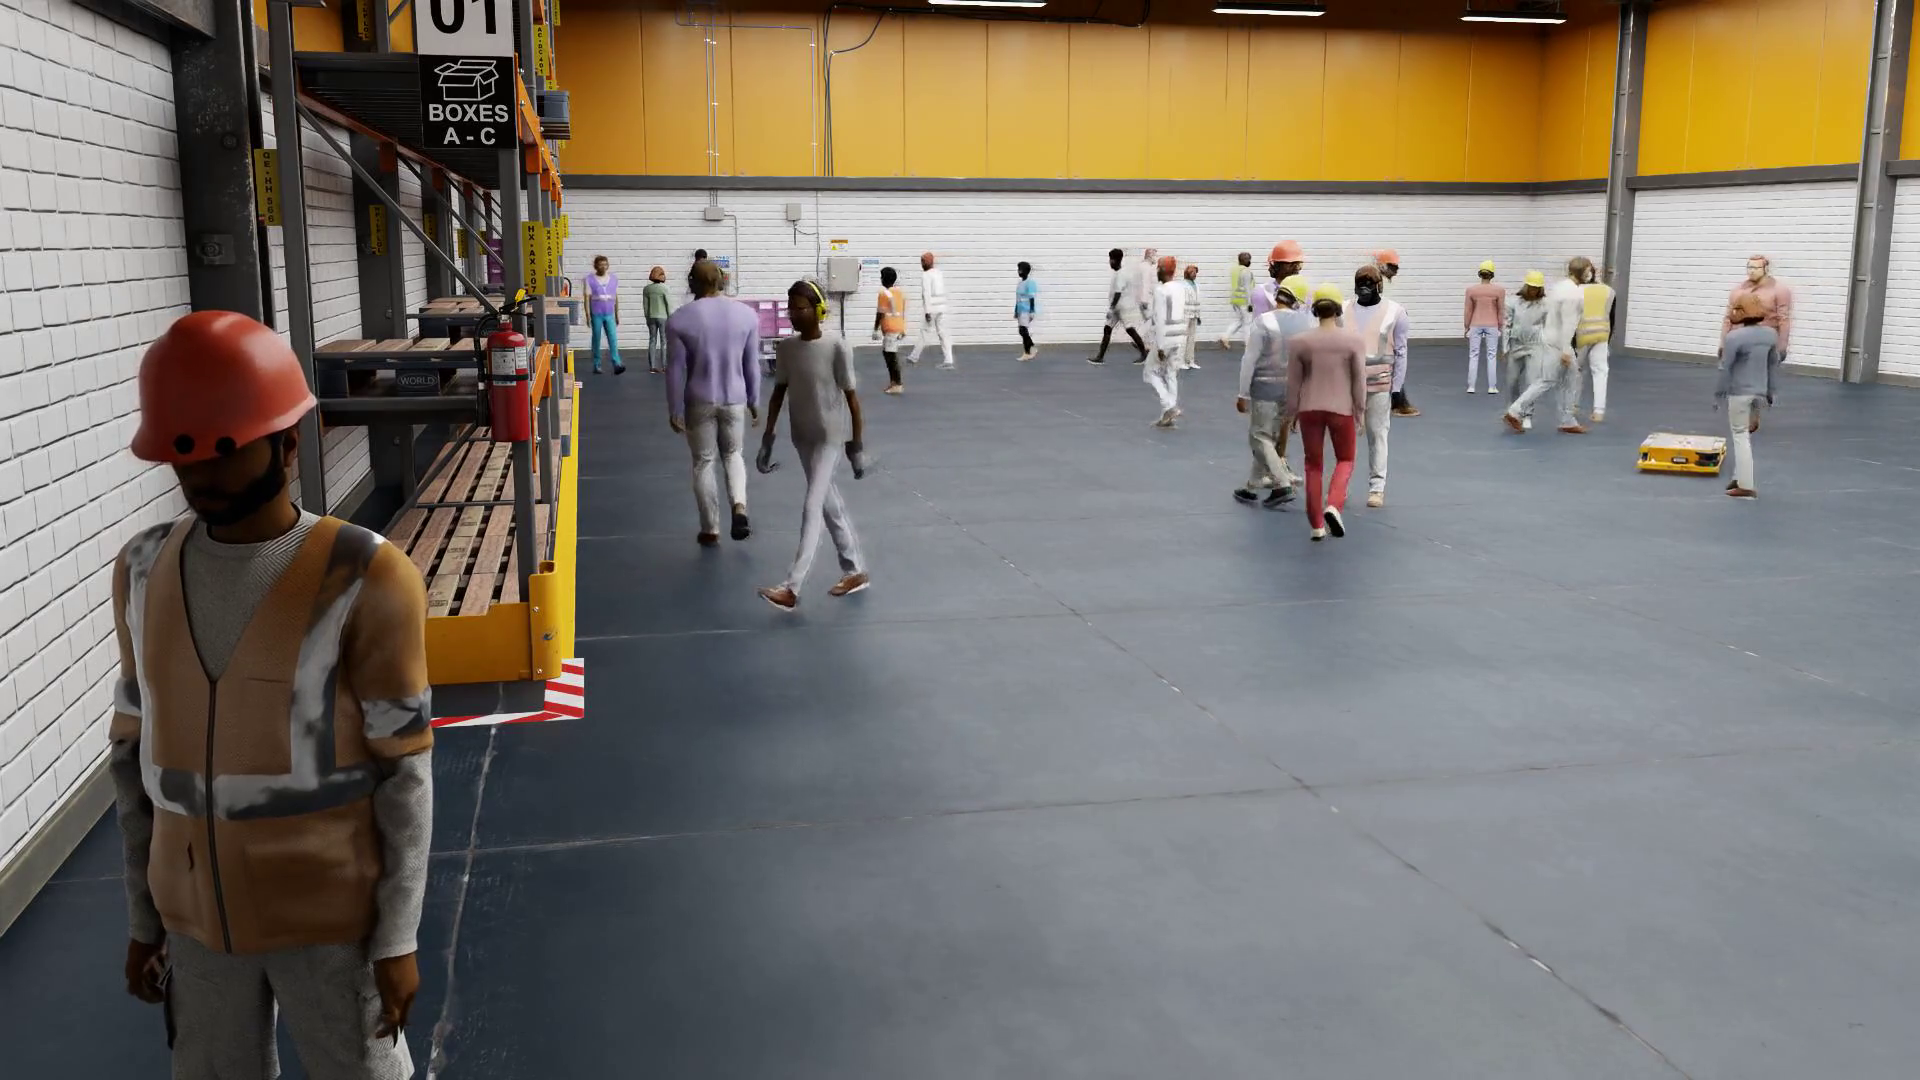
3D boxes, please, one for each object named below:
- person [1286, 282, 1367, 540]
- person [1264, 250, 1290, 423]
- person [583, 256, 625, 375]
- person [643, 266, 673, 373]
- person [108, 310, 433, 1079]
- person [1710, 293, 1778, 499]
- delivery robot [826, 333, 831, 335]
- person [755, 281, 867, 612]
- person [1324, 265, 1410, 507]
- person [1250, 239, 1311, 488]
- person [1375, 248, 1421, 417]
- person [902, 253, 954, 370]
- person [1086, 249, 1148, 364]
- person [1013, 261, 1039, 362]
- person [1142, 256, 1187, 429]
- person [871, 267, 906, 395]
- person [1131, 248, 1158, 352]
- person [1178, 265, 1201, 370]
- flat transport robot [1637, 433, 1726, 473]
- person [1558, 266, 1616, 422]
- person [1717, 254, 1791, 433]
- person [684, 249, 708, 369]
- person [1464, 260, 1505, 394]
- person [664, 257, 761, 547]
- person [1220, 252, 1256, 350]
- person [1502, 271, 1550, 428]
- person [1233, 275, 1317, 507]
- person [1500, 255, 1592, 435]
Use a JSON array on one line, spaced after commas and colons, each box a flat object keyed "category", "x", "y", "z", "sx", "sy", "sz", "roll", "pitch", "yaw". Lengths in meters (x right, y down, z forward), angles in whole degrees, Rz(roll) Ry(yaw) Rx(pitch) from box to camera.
[{"category": "person", "x": 2.477, "y": -0.864, "z": 11.283, "sx": 0.546, "sy": 1.746, "sz": 0.442, "roll": 4, "pitch": 11, "yaw": 20}, {"category": "person", "x": 3.531, "y": -2.256, "z": 18.491, "sx": 0.375, "sy": 1.935, "sz": 0.551, "roll": -5, "pitch": 11, "yaw": -25}, {"category": "person", "x": -5.397, "y": -3.388, "z": 25.159, "sx": 0.591, "sy": 1.787, "sz": 0.979, "roll": -7, "pitch": 12, "yaw": -32}, {"category": "person", "x": -4.614, "y": -3.361, "z": 25.503, "sx": 0.497, "sy": 1.618, "sz": 0.280, "roll": 4, "pitch": 11, "yaw": 22}, {"category": "person", "x": -1.122, "y": 0.598, "z": 2.700, "sx": 0.542, "sy": 1.931, "sz": 0.366, "roll": 2, "pitch": 10, "yaw": 8}, {"category": "person", "x": 6.195, "y": -1.145, "z": 13.217, "sx": 0.536, "sy": 1.615, "sz": 0.559, "roll": -4, "pitch": 11, "yaw": -20}, {"category": "delivery robot", "x": -2.106, "y": -3.077, "z": 26.614, "sx": 0.477, "sy": 0.478, "sz": 0.707, "roll": -3, "pitch": 10, "yaw": -14}, {"category": "person", "x": -0.836, "y": -0.524, "z": 9.242, "sx": 0.494, "sy": 1.808, "sz": 1.021, "roll": 7, "pitch": 13, "yaw": 36}, {"category": "person", "x": 3.103, "y": -1.178, "z": 12.789, "sx": 0.622, "sy": 1.844, "sz": 0.429, "roll": 6, "pitch": 12, "yaw": 28}, {"category": "person", "x": 2.669, "y": -1.452, "z": 13.745, "sx": 0.609, "sy": 2.044, "sz": 0.393, "roll": -6, "pitch": 12, "yaw": -32}, {"category": "person", "x": 4.857, "y": -2.415, "z": 19.369, "sx": 1.052, "sy": 1.952, "sz": 0.608, "roll": 10, "pitch": 14, "yaw": 43}, {"category": "person", "x": -0.490, "y": -3.608, "z": 26.297, "sx": 0.984, "sy": 1.820, "sz": 0.632, "roll": 7, "pitch": 12, "yaw": 33}, {"category": "person", "x": 2.649, "y": -3.800, "z": 27.197, "sx": 1.071, "sy": 1.909, "sz": 0.600, "roll": -2, "pitch": 10, "yaw": -9}, {"category": "person", "x": 1.073, "y": -3.816, "z": 27.832, "sx": 0.366, "sy": 1.681, "sz": 0.544, "roll": -4, "pitch": 11, "yaw": -20}, {"category": "person", "x": 2.210, "y": -2.124, "z": 17.961, "sx": 0.406, "sy": 1.866, "sz": 0.580, "roll": 9, "pitch": 14, "yaw": 41}, {"category": "person", "x": -0.954, "y": -2.760, "z": 22.010, "sx": 0.540, "sy": 1.680, "sz": 0.550, "roll": 5, "pitch": 11, "yaw": 24}, {"category": "person", "x": 3.362, "y": -4.321, "z": 30.079, "sx": 0.650, "sy": 1.890, "sz": 0.711, "roll": 0, "pitch": 10, "yaw": -1}, {"category": "person", "x": 3.624, "y": -3.516, "z": 26.301, "sx": 0.308, "sy": 1.641, "sz": 0.511, "roll": 10, "pitch": 14, "yaw": 43}, {"category": "flat transport robot", "x": 6.529, "y": -0.794, "z": 15.011, "sx": 0.652, "sy": 0.197, "sz": 1.431, "roll": 5, "pitch": 11, "yaw": 26}, {"category": "person", "x": 7.111, "y": -2.242, "z": 18.866, "sx": 0.649, "sy": 1.784, "sz": 0.961, "roll": -1, "pitch": 10, "yaw": -5}, {"category": "person", "x": 8.368, "y": -2.072, "z": 17.624, "sx": 0.654, "sy": 1.883, "sz": 0.680, "roll": -7, "pitch": 12, "yaw": -34}, {"category": "person", "x": -4.045, "y": -3.653, "z": 26.443, "sx": 0.842, "sy": 1.852, "sz": 0.629, "roll": -3, "pitch": 11, "yaw": -19}, {"category": "person", "x": 6.954, "y": -2.816, "z": 22.067, "sx": 0.523, "sy": 1.769, "sz": 0.320, "roll": 4, "pitch": 11, "yaw": 23}, {"category": "person", "x": -1.626, "y": -0.897, "z": 11.002, "sx": 0.648, "sy": 1.920, "sz": 0.495, "roll": -4, "pitch": 11, "yaw": -22}, {"category": "person", "x": 5.144, "y": -4.326, "z": 30.266, "sx": 0.677, "sy": 1.827, "sz": 0.647, "roll": -3, "pitch": 11, "yaw": -16}, {"category": "person", "x": 6.211, "y": -2.088, "z": 18.187, "sx": 0.501, "sy": 1.710, "sz": 0.639, "roll": 5, "pitch": 11, "yaw": 25}, {"category": "person", "x": 2.374, "y": -1.132, "z": 12.695, "sx": 0.608, "sy": 1.775, "sz": 0.602, "roll": -6, "pitch": 12, "yaw": -32}, {"category": "person", "x": 6.152, "y": -2.020, "z": 17.354, "sx": 0.901, "sy": 1.898, "sz": 0.648, "roll": 3, "pitch": 11, "yaw": 14}]
